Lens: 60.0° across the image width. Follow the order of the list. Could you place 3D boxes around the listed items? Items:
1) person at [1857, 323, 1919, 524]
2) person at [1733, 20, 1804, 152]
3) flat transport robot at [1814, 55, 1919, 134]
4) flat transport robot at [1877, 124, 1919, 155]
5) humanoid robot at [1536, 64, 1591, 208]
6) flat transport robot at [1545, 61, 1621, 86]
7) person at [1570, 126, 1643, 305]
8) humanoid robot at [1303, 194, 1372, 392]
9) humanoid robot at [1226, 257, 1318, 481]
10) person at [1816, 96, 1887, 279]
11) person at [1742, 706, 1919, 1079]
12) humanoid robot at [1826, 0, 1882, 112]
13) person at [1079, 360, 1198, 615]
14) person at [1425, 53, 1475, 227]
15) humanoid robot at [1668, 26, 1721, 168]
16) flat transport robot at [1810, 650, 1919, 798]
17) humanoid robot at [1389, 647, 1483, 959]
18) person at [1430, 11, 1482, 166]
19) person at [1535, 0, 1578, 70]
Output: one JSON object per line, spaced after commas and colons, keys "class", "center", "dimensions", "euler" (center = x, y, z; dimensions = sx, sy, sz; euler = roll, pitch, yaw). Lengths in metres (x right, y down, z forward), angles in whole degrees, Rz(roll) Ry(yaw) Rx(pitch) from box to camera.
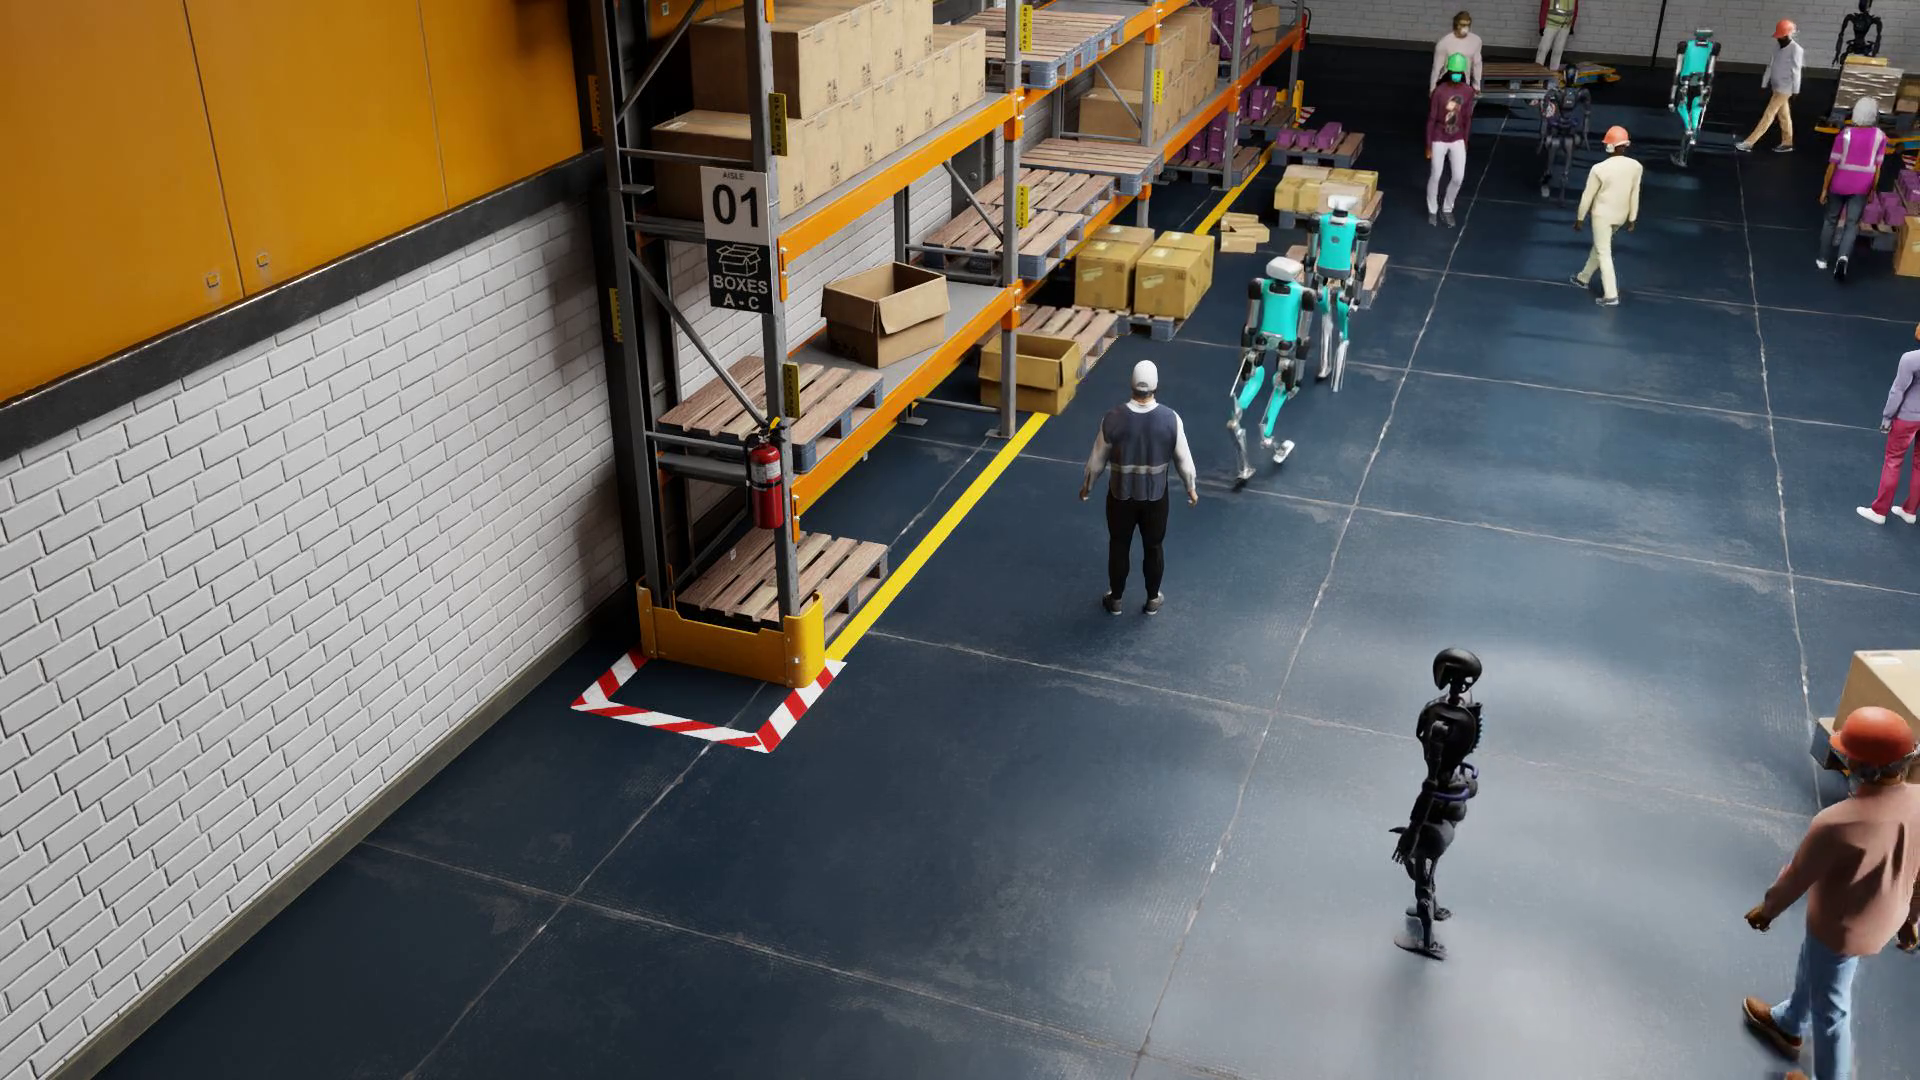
{"class": "person", "center": [6.871, -0.875, 11.964], "dimensions": [0.498, 1.629, 0.288], "euler": [-3, 27, -5]}
{"class": "person", "center": [10.604, -5.875, 21.586], "dimensions": [0.866, 1.682, 0.569], "euler": [0, 27, 0]}
{"class": "flat transport robot", "center": [12.487, -5.641, 22.692], "dimensions": [1.431, 0.231, 0.659], "euler": [15, 31, 27]}
{"class": "flat transport robot", "center": [12.497, -5.328, 22.085], "dimensions": [1.431, 0.231, 0.659], "euler": [-9, 28, -16]}
{"class": "humanoid robot", "center": [7.066, -4.757, 19.450], "dimensions": [0.610, 1.640, 0.488], "euler": [4, 28, 8]}
{"class": "flat transport robot", "center": [9.424, -7.163, 25.644], "dimensions": [1.431, 0.231, 0.659], "euler": [-13, 30, -23]}
{"class": "person", "center": [6.398, -3.213, 16.421], "dimensions": [0.564, 1.698, 0.919], "euler": [-8, 28, -16]}
{"class": "humanoid robot", "center": [3.262, -2.143, 14.373], "dimensions": [0.540, 1.834, 0.746], "euler": [12, 30, 22]}
{"class": "humanoid robot", "center": [2.297, -1.225, 12.507], "dimensions": [0.546, 1.734, 0.990], "euler": [15, 31, 27]}
{"class": "person", "center": [9.120, -3.594, 17.031], "dimensions": [0.521, 1.818, 0.772], "euler": [12, 30, 22]}
{"class": "person", "center": [3.617, 1.523, 6.947], "dimensions": [0.636, 1.967, 0.741], "euler": [-10, 29, -19]}
{"class": "humanoid robot", "center": [12.743, -6.897, 23.633], "dimensions": [0.611, 1.633, 0.614], "euler": [24, 35, 38]}
{"class": "person", "center": [1.155, -0.323, 10.749], "dimensions": [0.768, 1.757, 0.429], "euler": [2, 27, 3]}
{"class": "person", "center": [5.447, -4.442, 18.555], "dimensions": [0.514, 1.929, 0.610], "euler": [1, 27, 2]}
{"class": "humanoid robot", "center": [9.165, -5.453, 20.740], "dimensions": [0.563, 1.775, 0.901], "euler": [0, 27, 0]}
{"class": "flat transport robot", "center": [5.327, 1.484, 8.872], "dimensions": [0.659, 0.231, 1.431], "euler": [-1, 27, -1]}
{"class": "humanoid robot", "center": [2.227, 1.244, 7.802], "dimensions": [0.340, 1.652, 0.604], "euler": [14, 31, 26]}
{"class": "person", "center": [6.288, -5.791, 21.216], "dimensions": [0.631, 1.894, 1.003], "euler": [-9, 29, -17]}
{"class": "person", "center": [9.027, -7.776, 25.134], "dimensions": [0.624, 1.838, 0.431], "euler": [-8, 28, -15]}
